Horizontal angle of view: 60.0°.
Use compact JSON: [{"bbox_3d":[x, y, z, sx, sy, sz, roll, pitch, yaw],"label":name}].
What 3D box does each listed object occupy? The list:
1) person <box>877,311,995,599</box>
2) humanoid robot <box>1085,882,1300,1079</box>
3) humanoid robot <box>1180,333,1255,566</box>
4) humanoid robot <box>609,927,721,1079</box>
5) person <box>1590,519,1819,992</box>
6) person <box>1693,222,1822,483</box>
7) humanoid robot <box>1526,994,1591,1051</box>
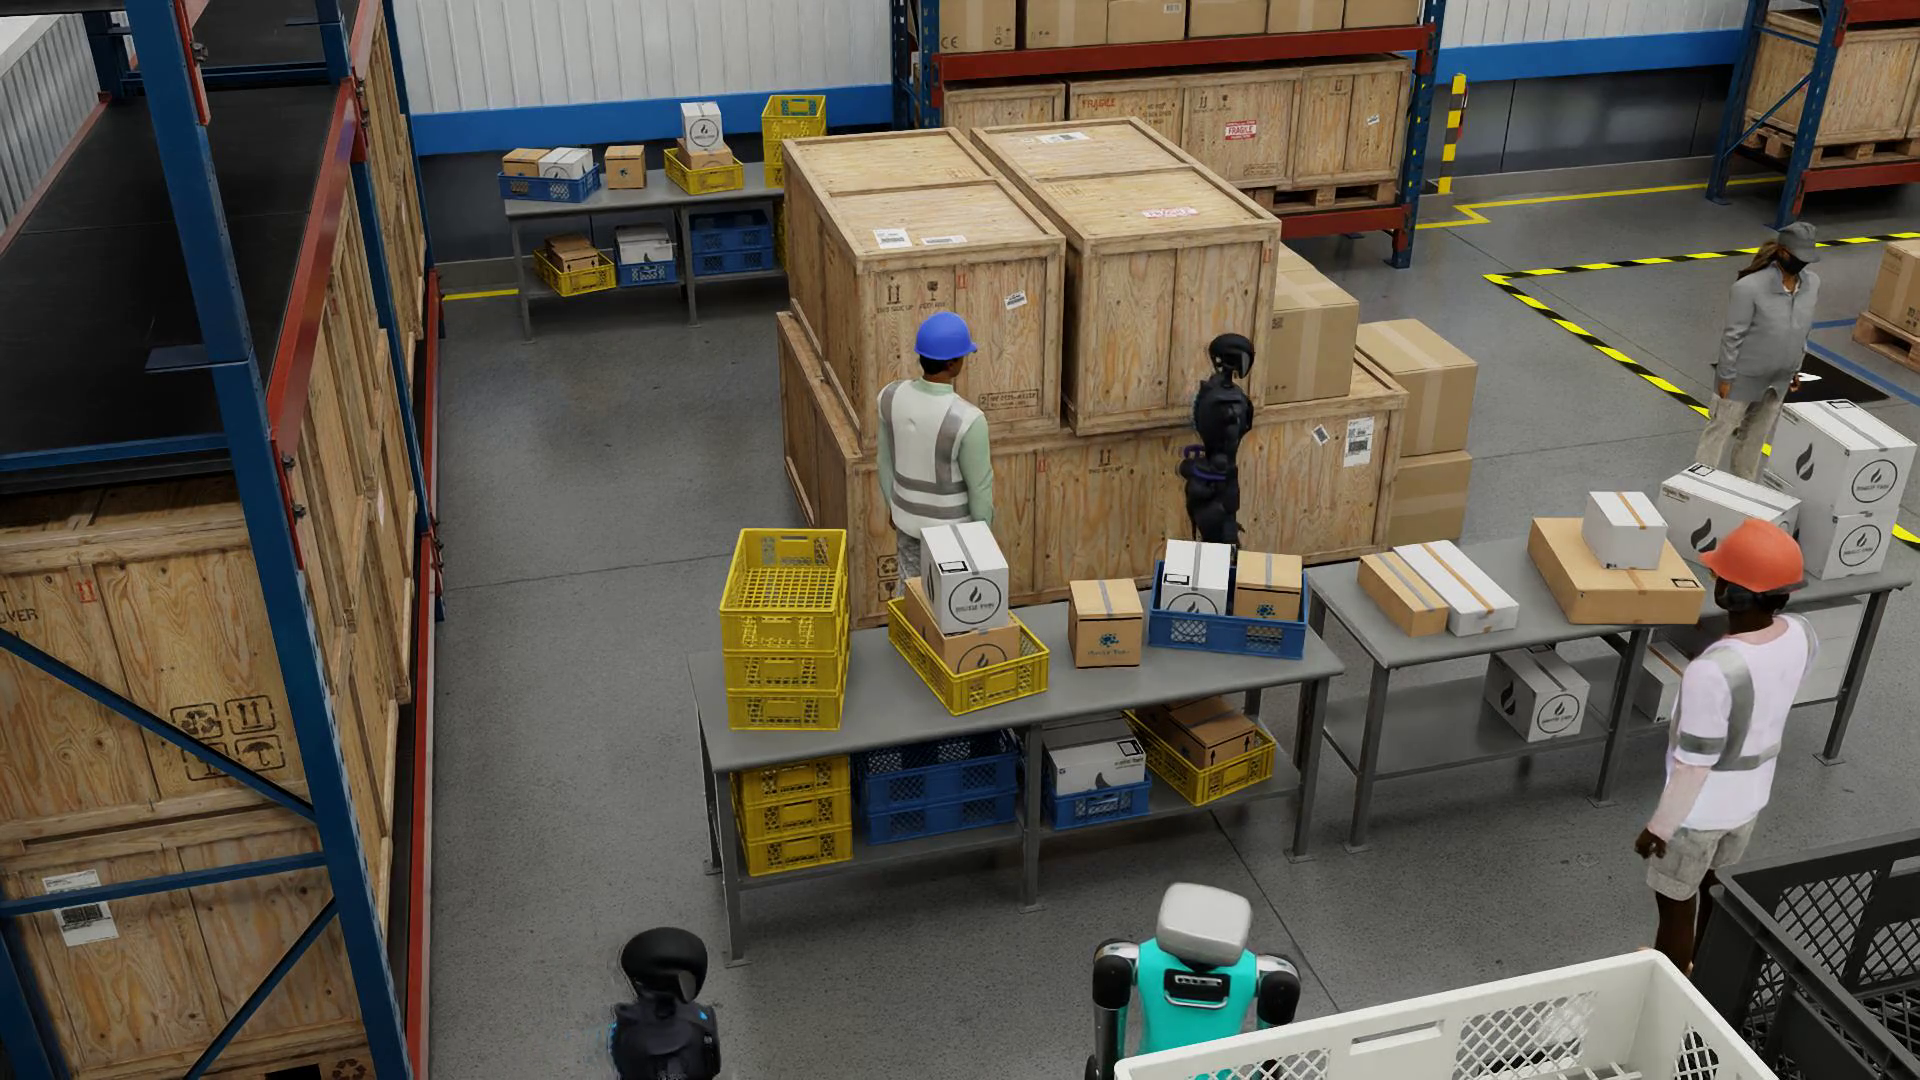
[{"bbox_3d":[-0.095,-0.095,7.582,0.614,1.913,0.397,21,35,33],"label":"person"},{"bbox_3d":[0.567,1.757,4.312,0.531,1.695,0.747,3,29,6],"label":"humanoid robot"},{"bbox_3d":[1.259,-0.241,8.092,0.403,1.650,0.598,-2,29,-4],"label":"humanoid robot"},{"bbox_3d":[-0.861,1.694,4.587,0.507,1.644,0.594,-7,30,-12],"label":"humanoid robot"},{"bbox_3d":[2.554,0.857,5.724,0.607,2.044,0.391,-19,34,-30],"label":"person"},{"bbox_3d":[4.427,-0.930,9.253,0.562,1.764,0.402,-9,30,-15],"label":"person"},{"bbox_3d":[1.563,1.968,4.068,0.660,1.840,0.549,23,36,35],"label":"humanoid robot"}]
